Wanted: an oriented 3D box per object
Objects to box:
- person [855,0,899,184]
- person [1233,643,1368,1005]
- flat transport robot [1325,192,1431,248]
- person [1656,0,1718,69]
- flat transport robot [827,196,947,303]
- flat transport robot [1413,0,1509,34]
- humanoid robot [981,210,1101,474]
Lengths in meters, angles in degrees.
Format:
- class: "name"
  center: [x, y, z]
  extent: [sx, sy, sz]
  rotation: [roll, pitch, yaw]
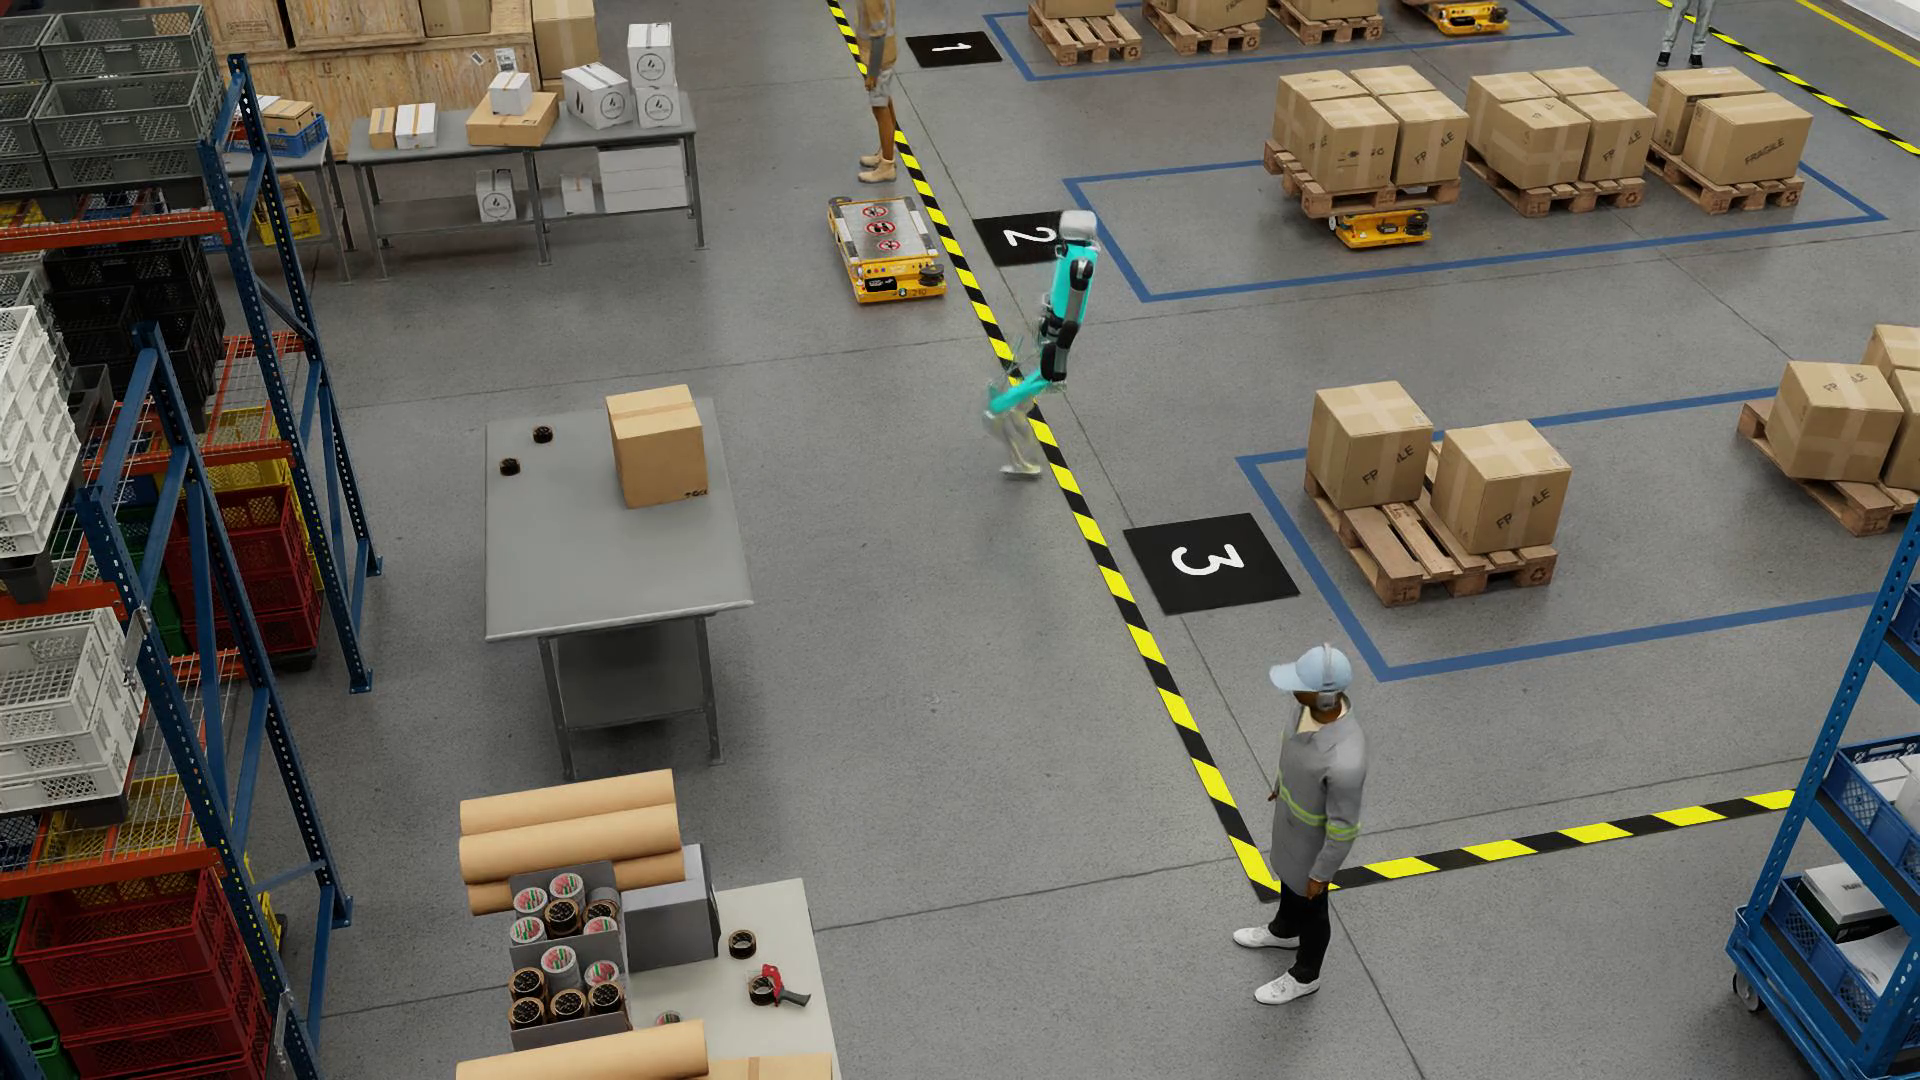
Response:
- class: "person"
  center: [-0.693, -3.838, 13.238]
  extent: [0.405, 2.031, 0.607]
  rotation: [3, 37, 3]
- class: "person"
  center: [1.363, 1.143, 6.692]
  extent: [0.394, 1.849, 0.596]
  rotation: [-4, 37, -6]
- class: "flat transport robot"
  center: [3.134, -2.740, 13.213]
  extent: [0.652, 0.197, 1.431]
  rotation: [-8, 37, -10]
- class: "person"
  center: [6.872, -5.281, 15.335]
  extent: [0.599, 1.836, 0.404]
  rotation: [9, 38, 11]
- class: "flat transport robot"
  center: [-0.570, -2.220, 12.538]
  extent: [0.659, 0.231, 1.431]
  rotation: [-8, 37, -10]
- class: "flat transport robot"
  center: [4.957, -5.503, 16.927]
  extent: [0.652, 0.197, 1.431]
  rotation: [-8, 37, -10]
- class: "humanoid robot"
  center: [0.399, -1.065, 9.819]
  extent: [0.787, 1.840, 0.540]
  rotation: [-1, 37, -1]
